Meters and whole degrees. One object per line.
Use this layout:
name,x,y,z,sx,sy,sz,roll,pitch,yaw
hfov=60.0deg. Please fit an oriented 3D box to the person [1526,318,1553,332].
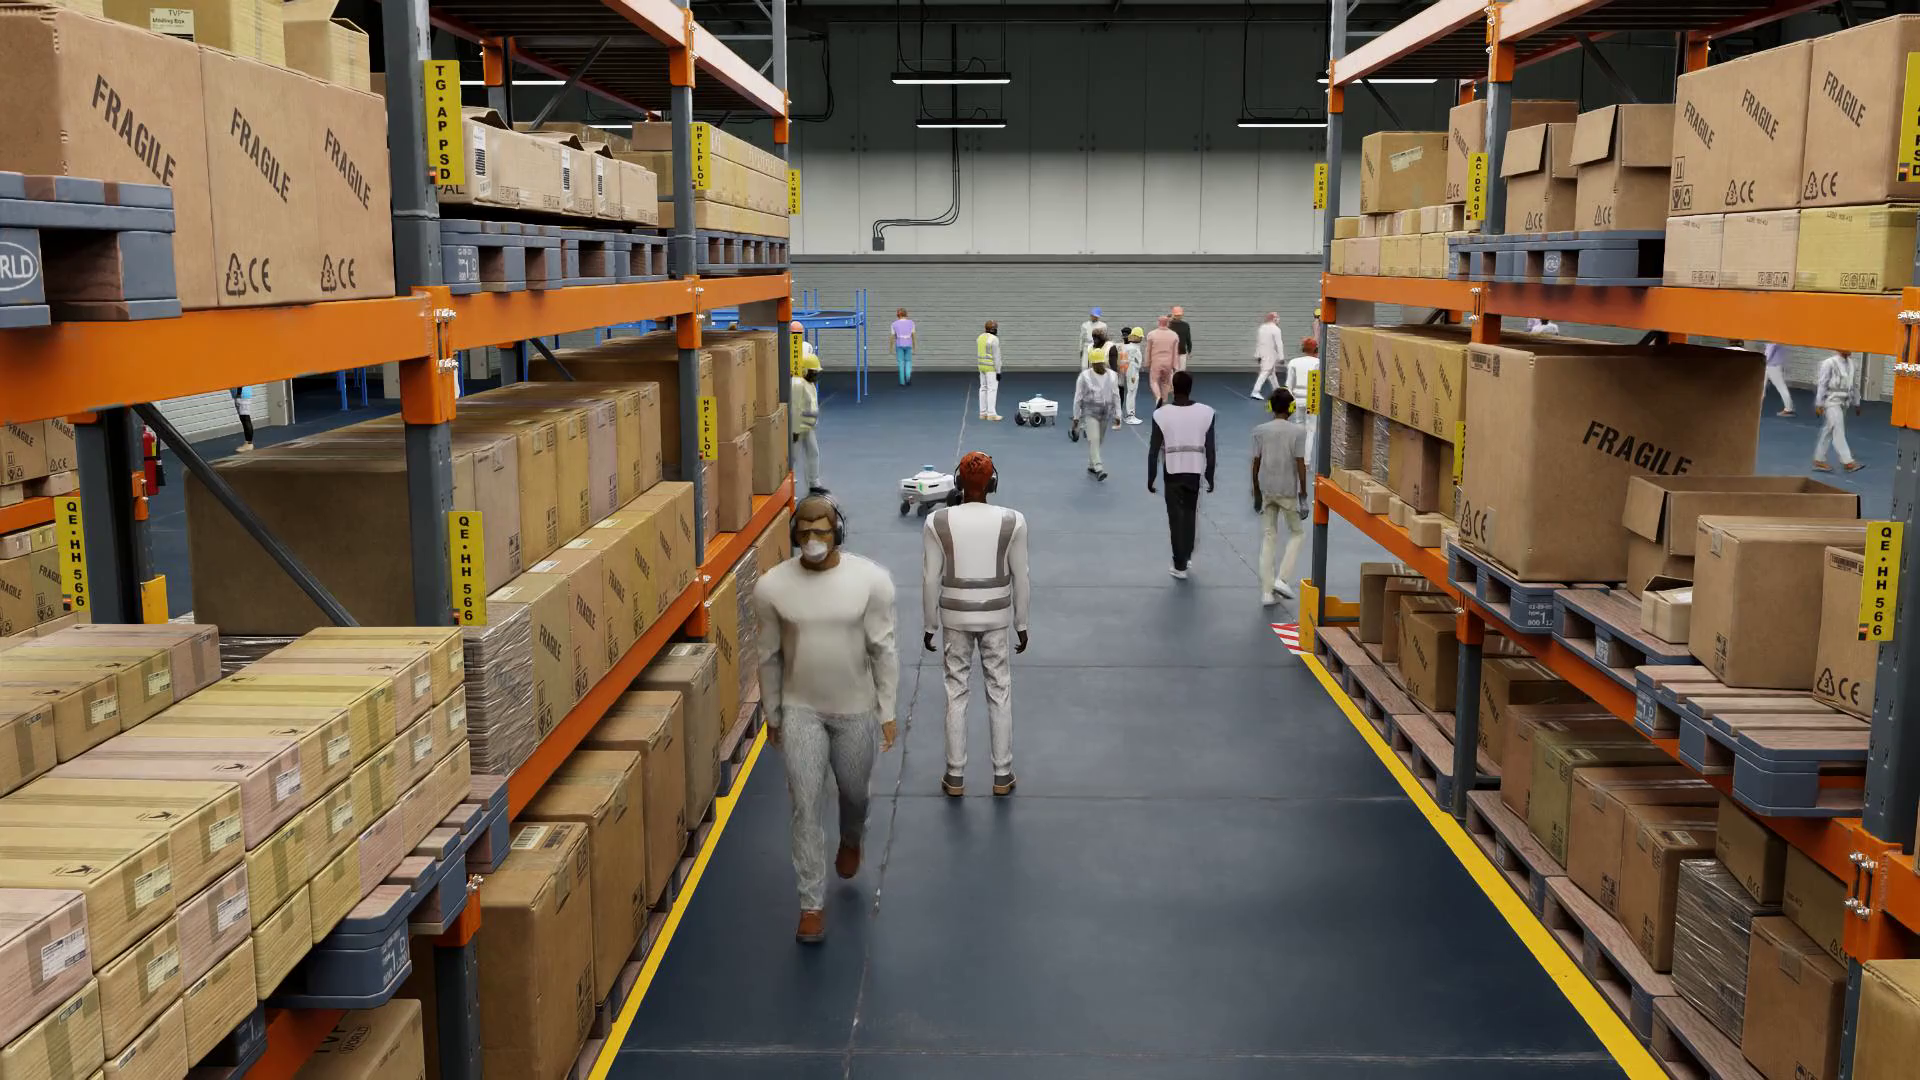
person,14.344,-4.976,41.225,0.628,2.008,0.923,2,10,14

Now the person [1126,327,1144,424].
person,3.170,-2.976,30.083,0.305,1.736,0.484,2,10,13

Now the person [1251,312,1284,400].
person,6.611,-3.923,35.430,1.010,1.853,0.664,-4,10,-21

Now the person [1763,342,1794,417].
person,15.311,-3.277,31.464,1.090,1.870,0.643,6,11,30

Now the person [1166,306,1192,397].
person,4.694,-4.110,36.162,0.613,1.976,0.795,-3,10,-17

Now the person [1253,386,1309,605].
person,2.728,-0.373,14.138,0.559,1.851,0.426,7,11,34

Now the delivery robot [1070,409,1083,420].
delivery robot,2.029,-2.085,27.348,0.335,0.223,0.698,-2,10,-13

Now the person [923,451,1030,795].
person,0.087,0.453,9.096,0.584,1.882,0.337,0,9,-1

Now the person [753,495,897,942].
person,-0.590,0.724,7.395,0.630,1.914,0.875,0,9,-1

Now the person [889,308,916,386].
person,-1.366,-4.535,39.115,0.606,1.829,0.582,-3,10,-17

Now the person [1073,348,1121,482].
person,1.861,-1.681,22.213,0.628,1.762,0.945,-4,10,-23

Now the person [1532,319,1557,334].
person,12.689,-4.084,36.166,0.568,1.918,0.453,8,13,41

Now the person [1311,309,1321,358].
person,8.815,-4.826,41.114,0.349,1.759,0.522,1,10,8

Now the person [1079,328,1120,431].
person,2.466,-2.774,28.762,0.679,1.781,1.004,7,12,38

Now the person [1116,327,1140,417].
person,3.120,-3.144,31.201,0.533,1.698,0.318,5,11,29

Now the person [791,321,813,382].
person,-2.677,-2.626,27.380,0.546,1.939,0.375,-9,13,-44

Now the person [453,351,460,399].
person,-8.064,-2.301,26.351,0.289,1.633,0.498,-4,10,-20

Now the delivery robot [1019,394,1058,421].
delivery robot,1.413,-2.369,29.825,0.707,0.478,0.477,-7,12,-36

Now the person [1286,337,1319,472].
person,4.850,-1.887,23.172,0.590,1.869,0.478,7,11,34

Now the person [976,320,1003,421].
person,0.555,-3.149,30.808,0.429,1.841,0.635,-6,11,-33

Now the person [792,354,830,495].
person,-2.091,-1.448,20.851,0.845,1.780,0.599,3,10,16

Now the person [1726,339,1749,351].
person,12.082,-2.322,25.904,0.719,1.815,0.647,-8,13,-41

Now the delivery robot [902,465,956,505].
delivery robot,-0.360,-0.628,19.395,0.477,0.478,0.707,8,12,38

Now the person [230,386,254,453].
person,-11.003,-2.183,25.453,0.322,1.695,0.536,-3,10,-15

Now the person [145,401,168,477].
person,-10.788,-1.689,21.910,0.562,1.880,0.885,5,11,27

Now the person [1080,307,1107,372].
person,2.987,-4.257,37.256,0.637,1.911,0.522,3,10,16

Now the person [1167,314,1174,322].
person,5.362,-5.036,42.893,0.550,1.577,0.845,2,10,13

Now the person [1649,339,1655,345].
person,13.631,-3.456,32.501,0.658,1.884,0.426,-2,10,-15

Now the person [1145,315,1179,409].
person,3.914,-3.410,32.233,0.647,1.893,0.673,-1,10,-6

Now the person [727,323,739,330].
person,-3.980,-2.912,29.370,0.508,1.847,0.345,-1,10,-8

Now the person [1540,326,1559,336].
person,8.186,-1.975,23.306,0.711,2.000,0.536,-7,12,-37

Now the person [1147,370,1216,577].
person,2.035,-0.630,15.523,0.620,1.900,0.660,-2,10,-10

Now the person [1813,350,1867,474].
person,12.204,-1.865,22.899,0.639,1.905,0.937,-5,11,-26
